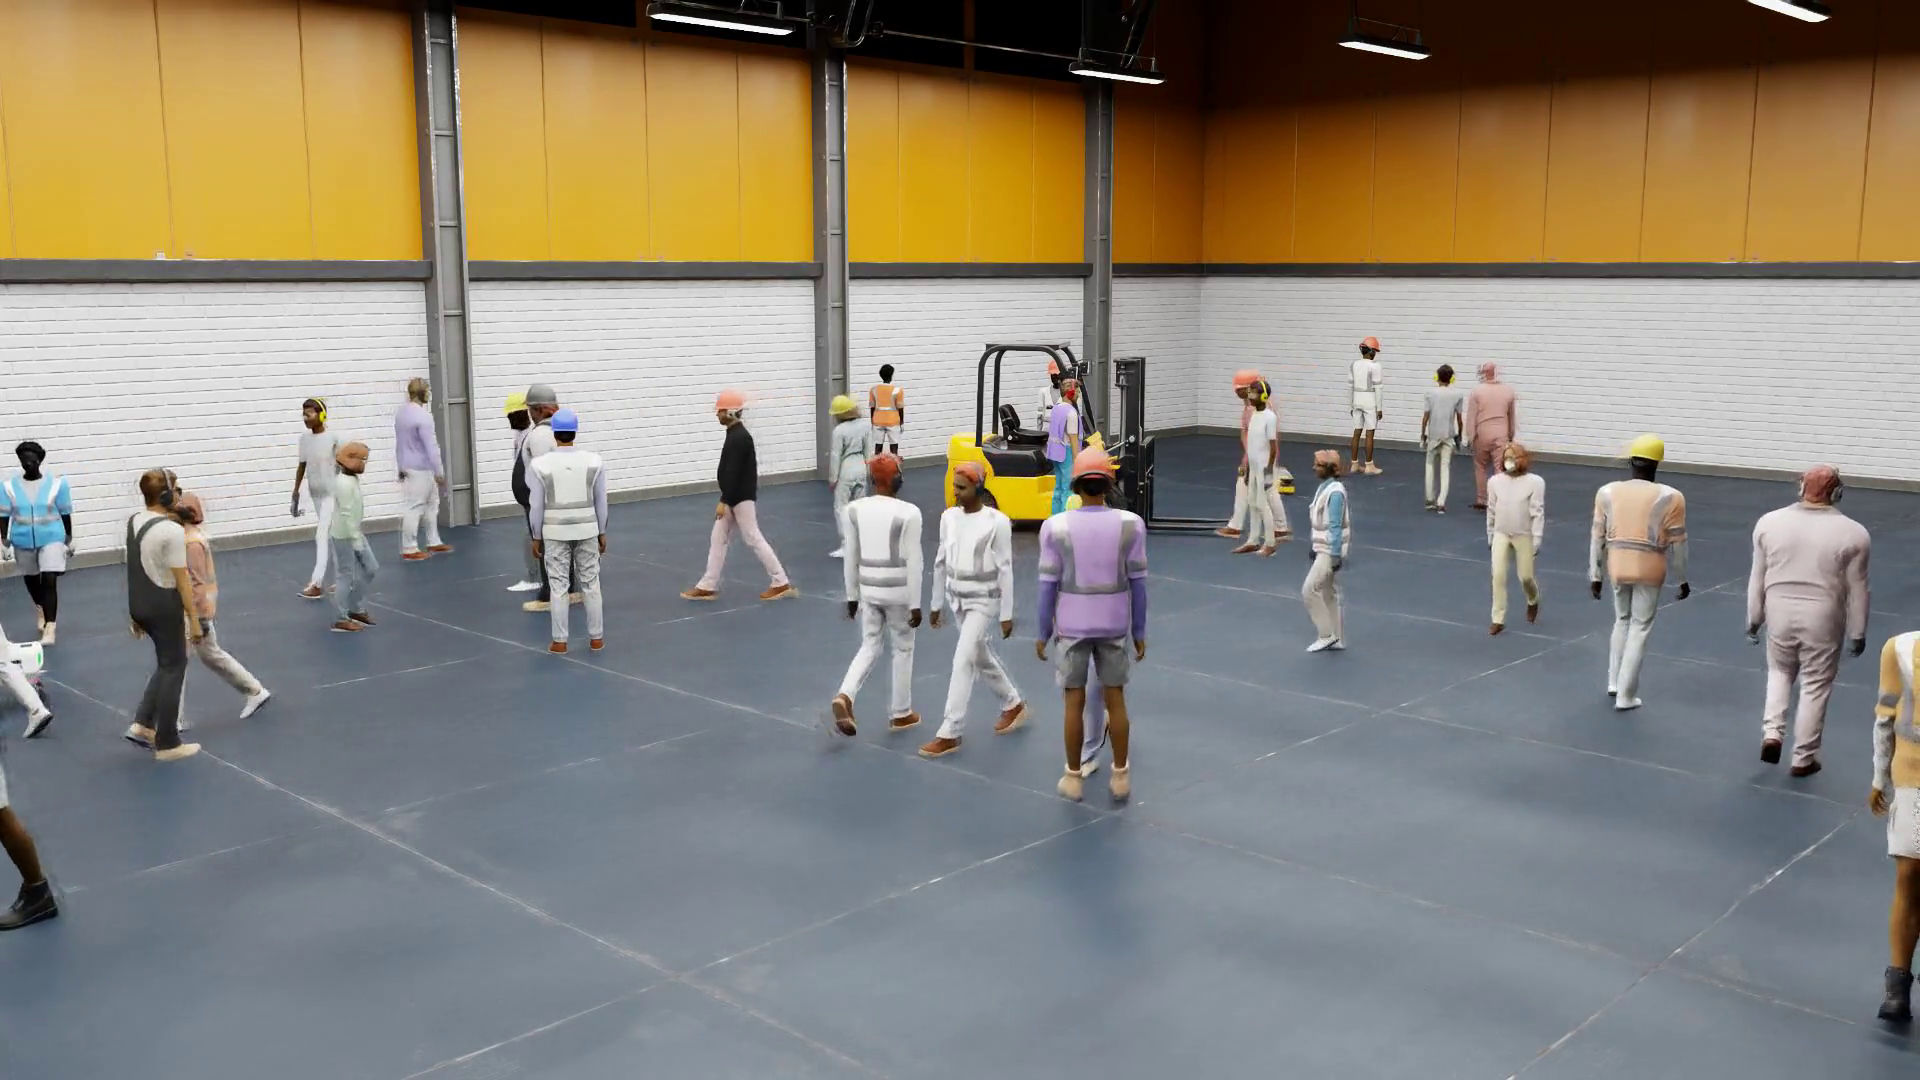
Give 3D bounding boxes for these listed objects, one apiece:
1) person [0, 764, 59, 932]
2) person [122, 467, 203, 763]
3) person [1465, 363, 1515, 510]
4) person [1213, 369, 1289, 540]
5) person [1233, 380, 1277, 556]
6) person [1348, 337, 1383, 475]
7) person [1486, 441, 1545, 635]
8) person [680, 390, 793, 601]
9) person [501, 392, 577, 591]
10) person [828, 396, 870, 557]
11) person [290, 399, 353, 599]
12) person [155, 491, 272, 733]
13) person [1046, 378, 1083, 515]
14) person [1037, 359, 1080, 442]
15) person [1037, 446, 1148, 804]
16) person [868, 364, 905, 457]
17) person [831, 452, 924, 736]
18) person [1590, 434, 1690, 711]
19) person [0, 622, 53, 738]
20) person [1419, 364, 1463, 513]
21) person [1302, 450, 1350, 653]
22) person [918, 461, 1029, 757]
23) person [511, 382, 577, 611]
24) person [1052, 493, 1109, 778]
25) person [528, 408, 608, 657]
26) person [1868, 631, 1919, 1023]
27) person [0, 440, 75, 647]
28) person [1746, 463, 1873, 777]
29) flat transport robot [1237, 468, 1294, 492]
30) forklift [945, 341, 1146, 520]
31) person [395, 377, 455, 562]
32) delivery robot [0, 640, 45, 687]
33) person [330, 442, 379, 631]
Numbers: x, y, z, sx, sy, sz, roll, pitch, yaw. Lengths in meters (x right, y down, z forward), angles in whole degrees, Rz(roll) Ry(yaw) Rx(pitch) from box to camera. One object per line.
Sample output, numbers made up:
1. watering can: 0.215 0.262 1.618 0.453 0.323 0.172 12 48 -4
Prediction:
1. person: -4.583 0.899 7.380 0.546 1.879 1.000 8 12 41
2. person: -4.879 0.463 10.237 0.528 1.827 0.407 6 11 34
3. person: 6.641 -1.255 20.691 0.768 1.864 0.809 -1 9 -5
4. person: 3.261 -0.936 18.520 0.949 1.919 0.630 0 9 2
5. person: 3.156 -0.757 17.594 0.326 1.873 0.522 -3 10 -15
6. person: 6.017 -1.982 24.597 0.385 2.035 0.605 -7 11 -36
7. person: 4.656 -0.031 13.907 0.501 1.615 0.653 7 12 37
8. person: -2.012 -0.393 15.147 1.014 1.953 0.618 -2 10 -13
9. person: -3.962 -0.473 15.785 0.715 1.896 0.630 -6 11 -31
10. person: -1.157 -0.662 17.519 0.585 1.710 0.353 -9 13 -43
11. person: -5.954 -0.374 15.321 0.567 1.832 0.881 4 10 24
12. person: -4.994 0.465 10.957 0.820 1.610 0.522 -5 11 -29
13. person: 1.159 -0.851 18.251 0.389 1.842 0.566 -4 10 -21
14. person: 1.195 -1.266 20.498 0.543 1.940 0.361 4 10 21
15. person: 0.751 0.482 9.464 0.616 2.040 0.391 -1 9 -5
16. person: -1.036 -1.637 23.535 0.534 1.694 0.320 3 10 17
17. person: -0.519 0.366 10.738 0.584 1.865 0.741 6 11 31
18. person: 4.697 0.220 11.480 0.586 1.903 0.594 -9 13 -43
19. person: -6.291 0.506 10.653 0.820 1.606 0.507 2 9 9
20. person: 6.025 -1.281 20.884 0.541 1.841 0.771 1 9 8
21. person: 2.854 0.096 13.109 0.437 1.622 0.538 0 9 2
22. person: 0.106 0.401 10.593 0.976 1.844 0.590 -8 12 -42
23. person: -3.719 -0.392 14.826 0.537 2.000 0.688 1 9 8
24. person: 0.807 0.544 10.012 0.525 1.747 0.545 7 12 39
25. person: -3.065 -0.056 13.046 0.605 1.949 0.402 -4 10 -21
26. person: 4.010 1.001 6.764 0.567 1.881 0.978 7 11 35
27. person: -7.557 -0.008 13.639 0.538 1.663 0.853 -3 10 -18
28. person: 5.076 0.480 9.939 0.667 1.888 0.436 8 13 42
29. flat transport robot: 4.224 -0.846 23.025 0.652 0.197 1.431 1 9 5
30. forklift: 0.977 -1.223 19.452 2.313 2.155 1.214 2 9 11
31. person: -5.517 -0.735 17.300 0.758 1.914 0.662 -8 12 -39
32. delivery robot: -6.698 0.858 11.423 0.707 0.478 0.477 -6 11 -32
33. person: -5.054 -0.021 13.848 0.456 1.604 0.525 -1 9 -7
